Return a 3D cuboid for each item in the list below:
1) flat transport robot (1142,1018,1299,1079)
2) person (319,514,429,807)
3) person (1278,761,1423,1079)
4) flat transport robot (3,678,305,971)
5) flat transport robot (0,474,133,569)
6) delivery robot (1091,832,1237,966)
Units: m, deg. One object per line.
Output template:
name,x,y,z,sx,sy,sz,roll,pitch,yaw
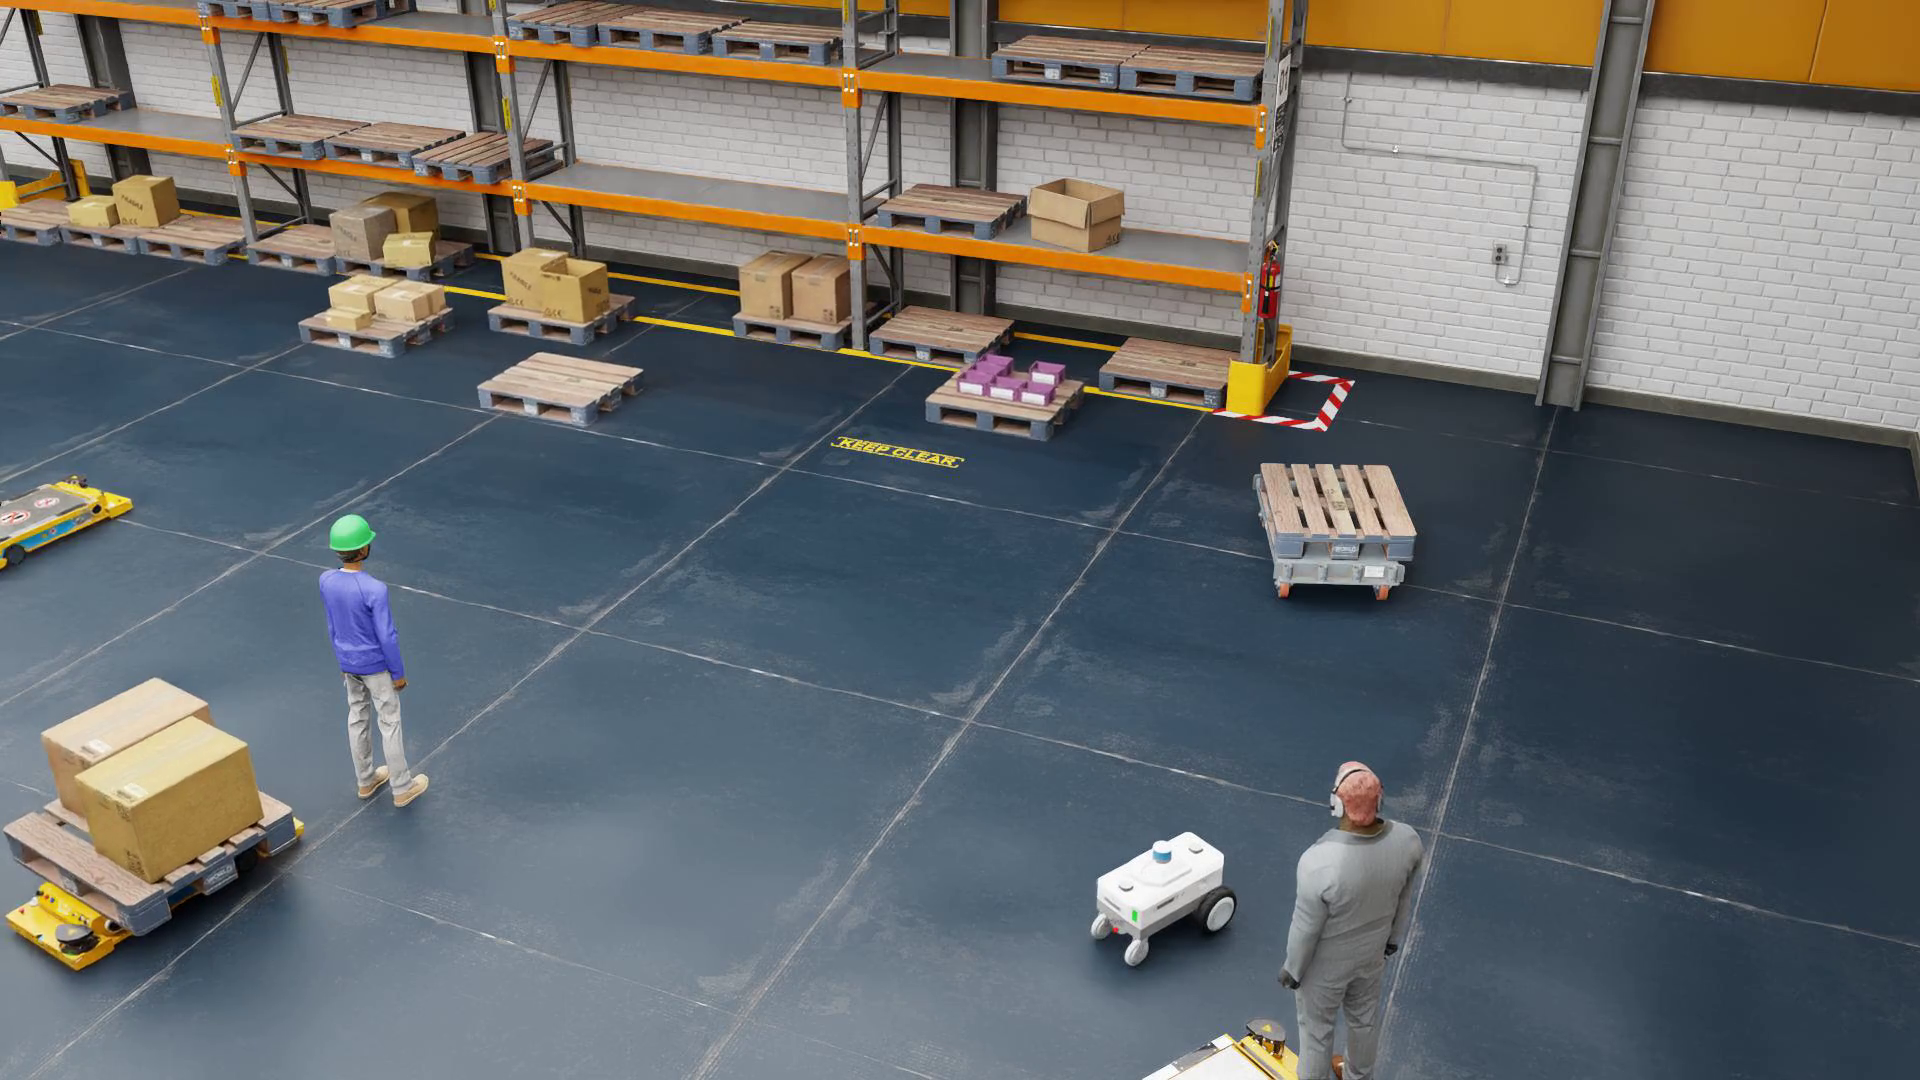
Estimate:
flat transport robot,1.102,2.725,7.647,1.431,0.231,0.659,-17,32,-30
person,-3.480,0.710,9.823,0.458,1.865,0.382,10,29,18
person,1.728,1.842,7.584,0.650,1.898,0.406,-12,30,-22
flat transport robot,-4.508,1.838,9.367,0.659,0.231,1.431,17,32,29
flat transport robot,-7.389,-0.114,13.152,0.659,0.231,1.431,14,30,25
delivery robot,1.079,1.883,8.954,0.774,0.581,0.499,-20,33,-33
